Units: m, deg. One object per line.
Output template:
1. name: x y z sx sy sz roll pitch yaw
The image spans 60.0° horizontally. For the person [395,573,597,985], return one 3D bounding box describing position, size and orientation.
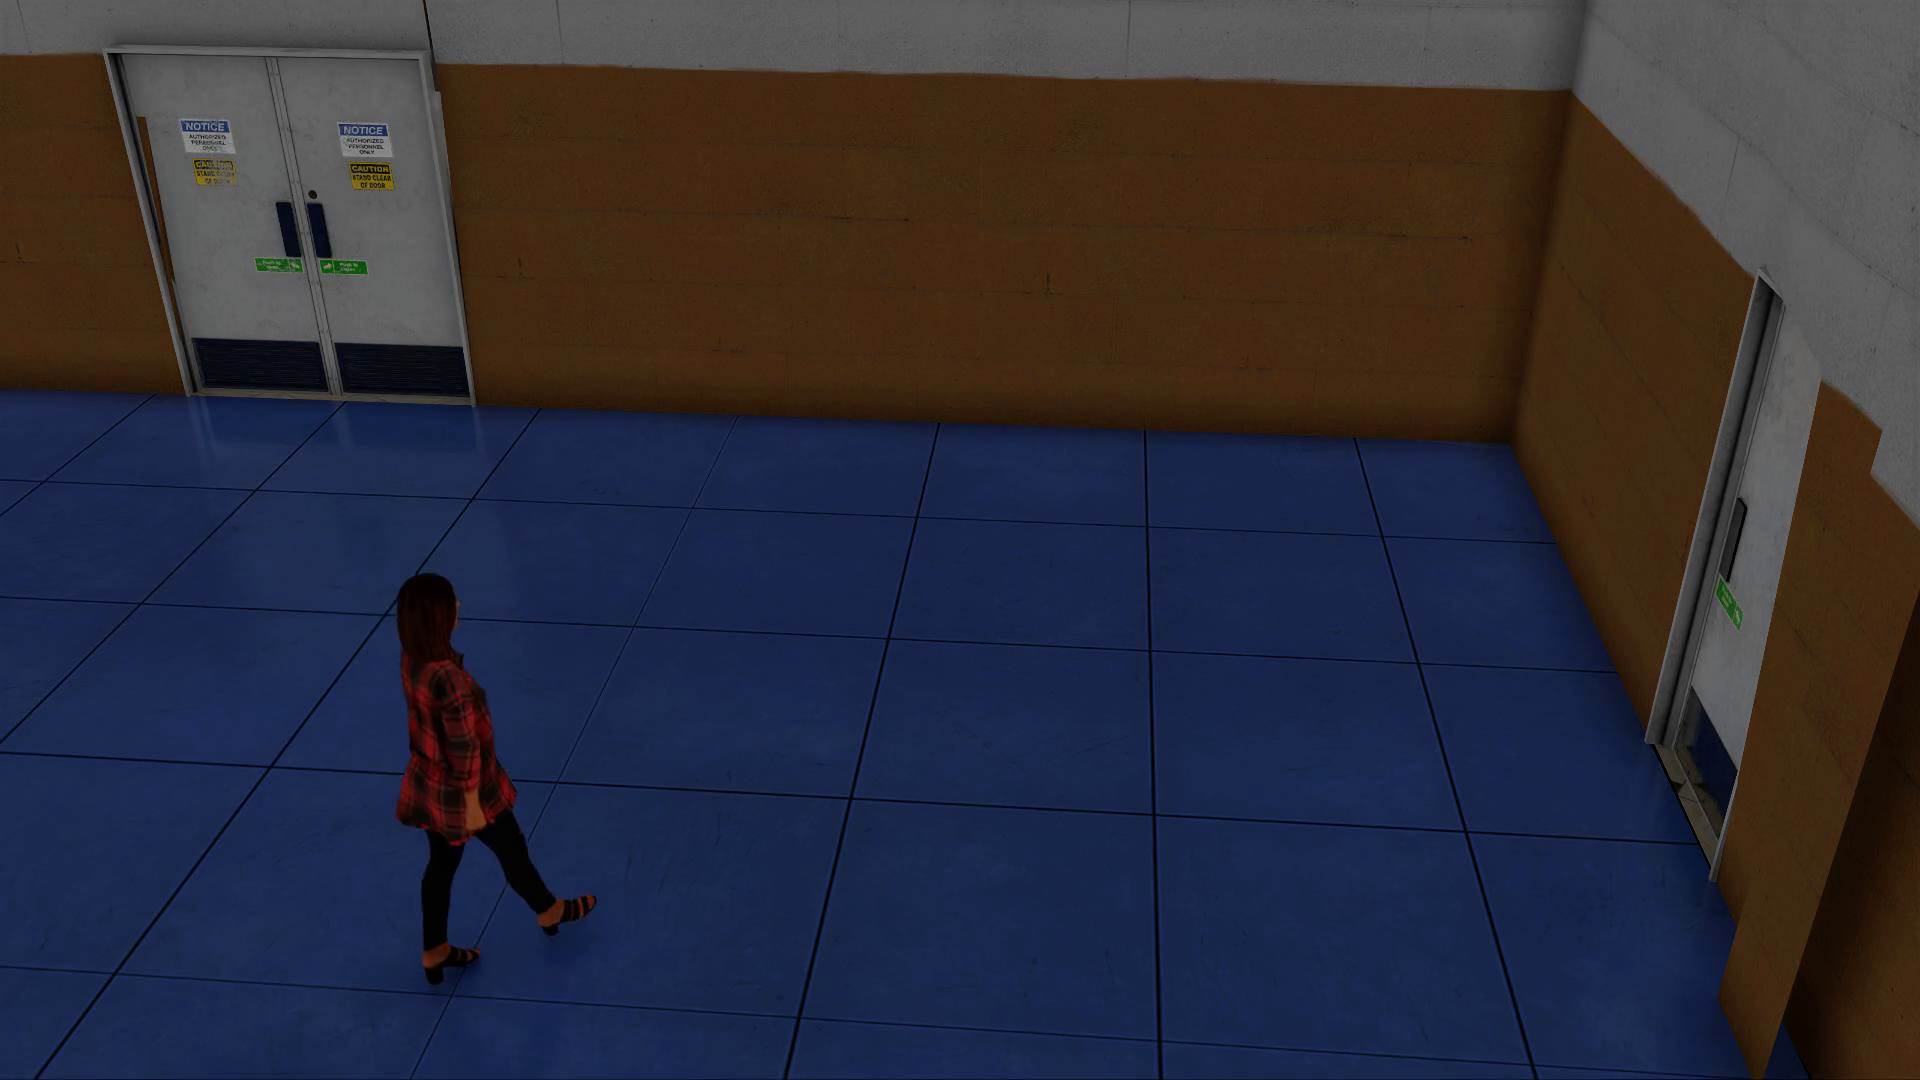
1. person: -1.887 0.911 6.018 1.029 1.674 0.955 -23 36 -36
